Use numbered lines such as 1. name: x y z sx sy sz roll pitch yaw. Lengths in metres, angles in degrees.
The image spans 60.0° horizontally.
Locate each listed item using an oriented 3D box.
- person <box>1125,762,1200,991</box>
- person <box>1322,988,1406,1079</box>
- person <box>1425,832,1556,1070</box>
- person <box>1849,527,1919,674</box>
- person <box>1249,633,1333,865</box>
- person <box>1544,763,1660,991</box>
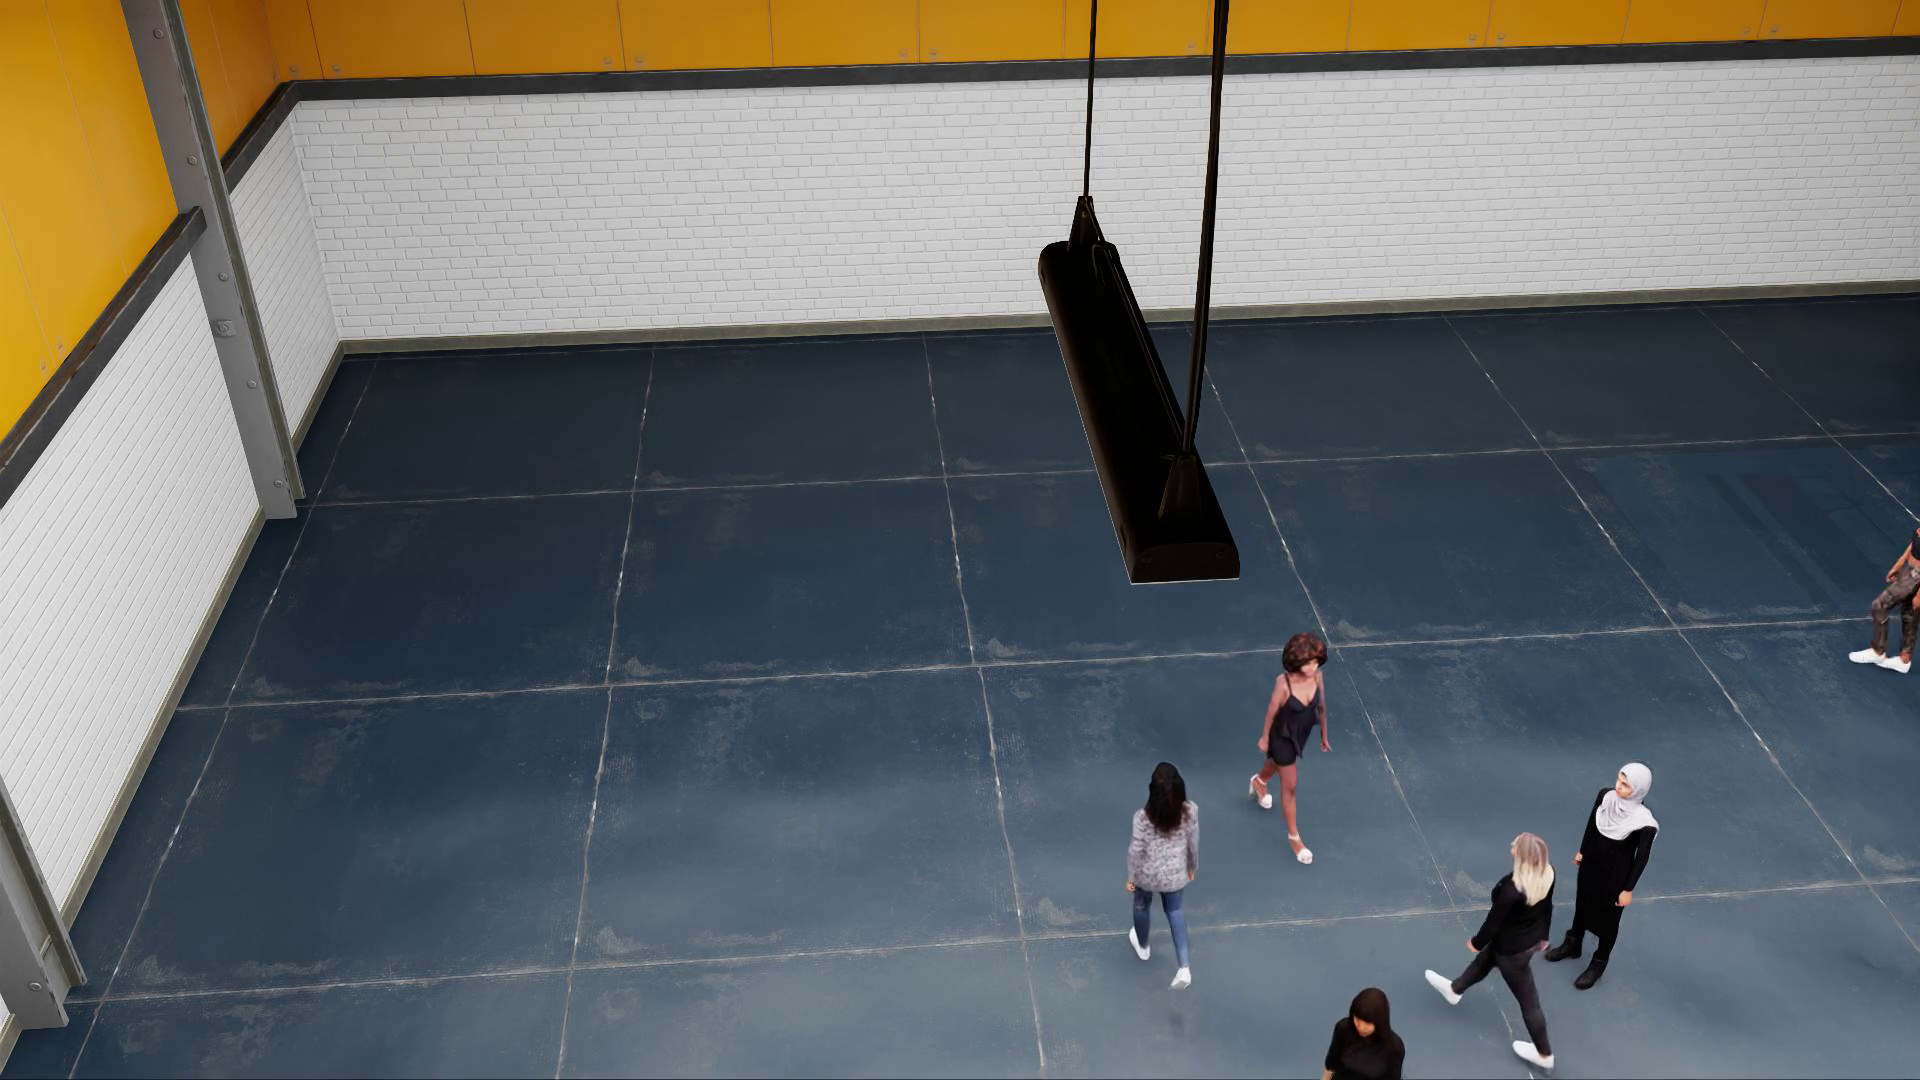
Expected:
1. person: 1.282 2.146 10.473 0.700 1.713 0.996 -7 34 -11
2. person: 2.246 3.024 9.230 0.731 1.626 0.782 17 37 24
3. person: 3.415 2.510 10.002 1.073 1.627 1.211 -27 42 -34
4. person: 7.677 0.352 13.198 0.801 1.683 0.750 15 36 21
5. person: 2.265 1.339 11.661 0.873 1.741 1.123 -18 38 -25
6. person: 4.084 2.099 10.484 0.736 1.778 0.595 -16 37 -22
